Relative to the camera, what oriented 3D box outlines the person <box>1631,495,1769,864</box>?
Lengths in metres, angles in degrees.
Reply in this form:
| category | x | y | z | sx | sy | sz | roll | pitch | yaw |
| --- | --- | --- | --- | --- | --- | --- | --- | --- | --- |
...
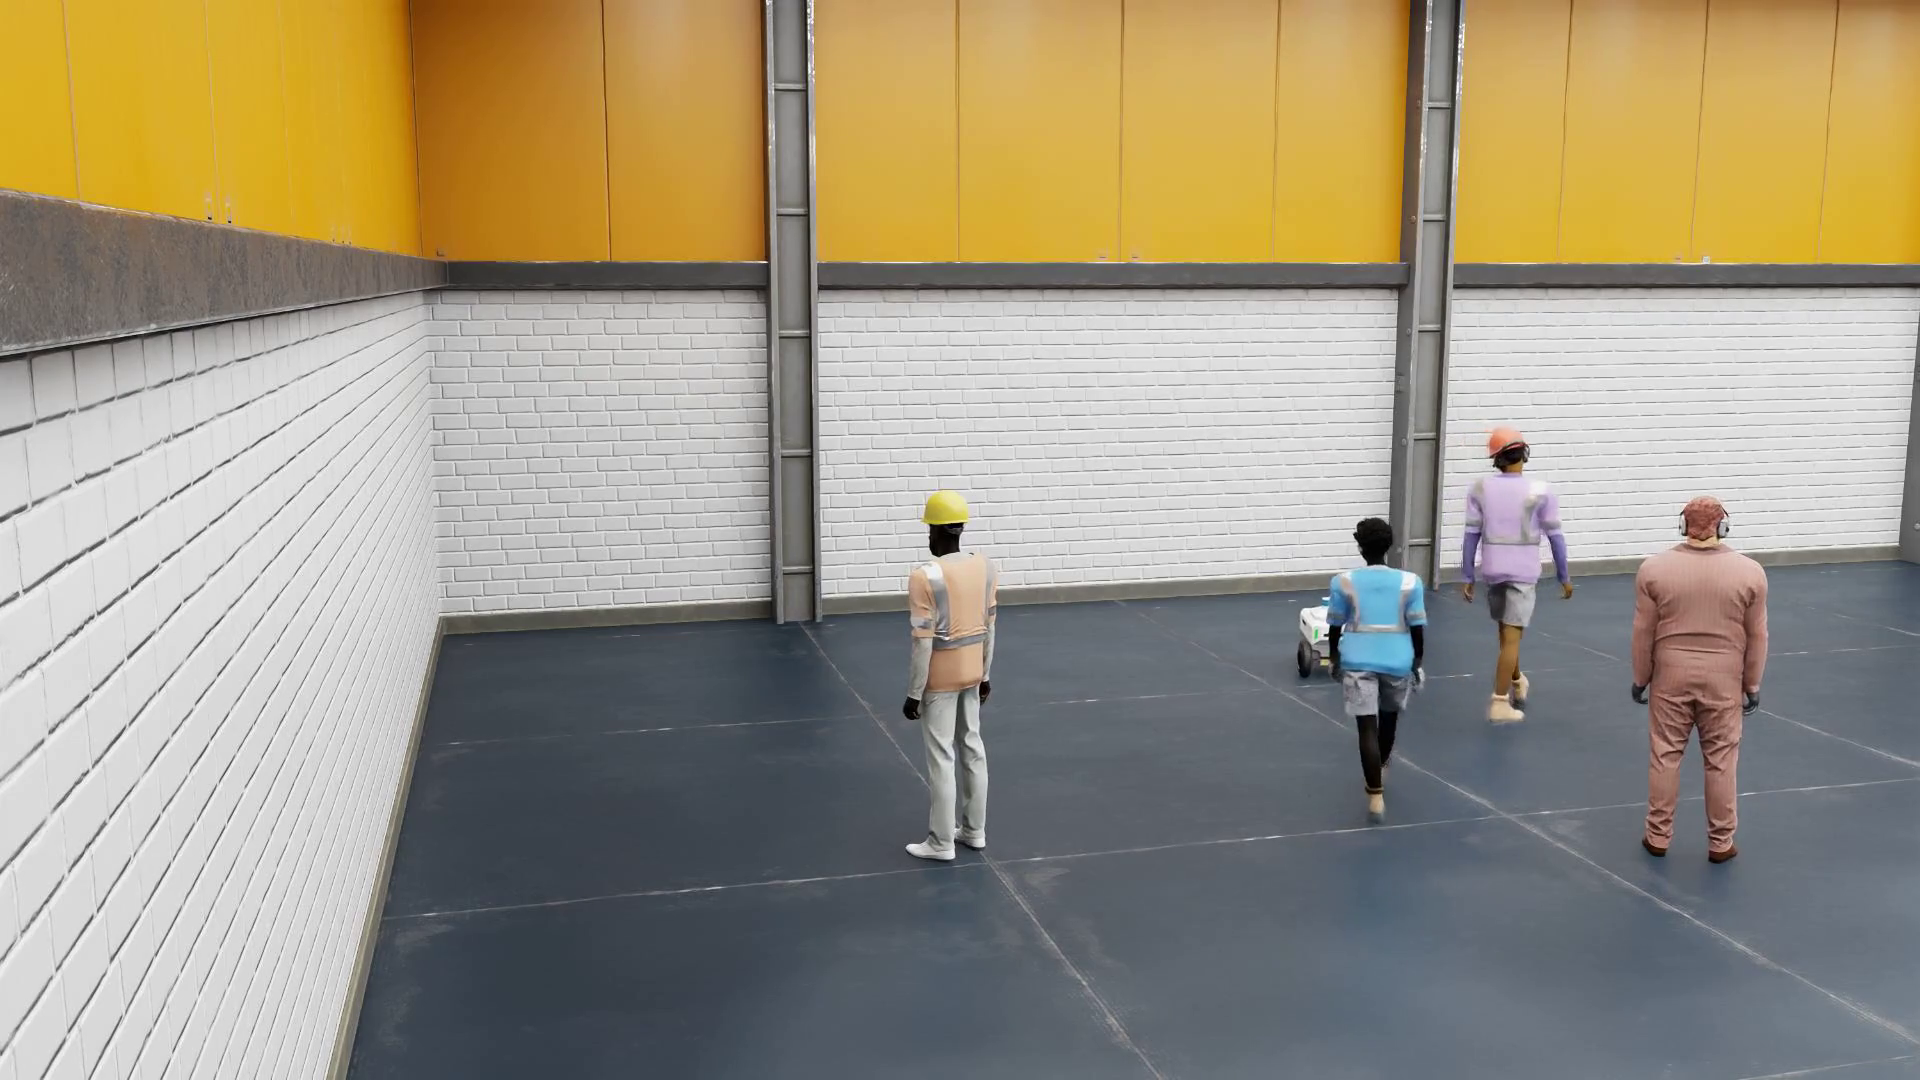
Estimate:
| category | x | y | z | sx | sy | sz | roll | pitch | yaw |
| --- | --- | --- | --- | --- | --- | --- | --- | --- | --- |
| person | 3.807 | 0.715 | 8.596 | 0.636 | 1.902 | 0.405 | 4 | 10 | 24 |

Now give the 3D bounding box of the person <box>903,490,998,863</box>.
| category | x | y | z | sx | sy | sz | roll | pitch | yaw |
| --- | --- | --- | --- | --- | --- | --- | --- | --- | --- |
| person | -0.063 | 0.700 | 8.603 | 0.368 | 1.926 | 0.594 | 9 | 13 | 43 |

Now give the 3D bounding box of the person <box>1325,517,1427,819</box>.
| category | x | y | z | sx | sy | sz | roll | pitch | yaw |
| --- | --- | --- | --- | --- | --- | --- | --- | --- | --- |
| person | 2.350 | 0.691 | 9.489 | 0.546 | 1.645 | 0.880 | 1 | 9 | 4 |

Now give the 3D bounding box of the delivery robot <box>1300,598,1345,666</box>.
| category | x | y | z | sx | sy | sz | roll | pitch | yaw |
| --- | --- | --- | --- | --- | --- | --- | --- | --- | --- |
| delivery robot | 2.811 | 0.683 | 12.690 | 0.477 | 0.478 | 0.707 | 0 | 9 | 3 |

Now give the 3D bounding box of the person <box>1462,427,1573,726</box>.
| category | x | y | z | sx | sy | sz | roll | pitch | yaw |
| --- | --- | --- | --- | --- | --- | --- | --- | --- | --- |
| person | 3.831 | 0.229 | 11.387 | 0.694 | 1.980 | 0.989 | 8 | 12 | 41 |
